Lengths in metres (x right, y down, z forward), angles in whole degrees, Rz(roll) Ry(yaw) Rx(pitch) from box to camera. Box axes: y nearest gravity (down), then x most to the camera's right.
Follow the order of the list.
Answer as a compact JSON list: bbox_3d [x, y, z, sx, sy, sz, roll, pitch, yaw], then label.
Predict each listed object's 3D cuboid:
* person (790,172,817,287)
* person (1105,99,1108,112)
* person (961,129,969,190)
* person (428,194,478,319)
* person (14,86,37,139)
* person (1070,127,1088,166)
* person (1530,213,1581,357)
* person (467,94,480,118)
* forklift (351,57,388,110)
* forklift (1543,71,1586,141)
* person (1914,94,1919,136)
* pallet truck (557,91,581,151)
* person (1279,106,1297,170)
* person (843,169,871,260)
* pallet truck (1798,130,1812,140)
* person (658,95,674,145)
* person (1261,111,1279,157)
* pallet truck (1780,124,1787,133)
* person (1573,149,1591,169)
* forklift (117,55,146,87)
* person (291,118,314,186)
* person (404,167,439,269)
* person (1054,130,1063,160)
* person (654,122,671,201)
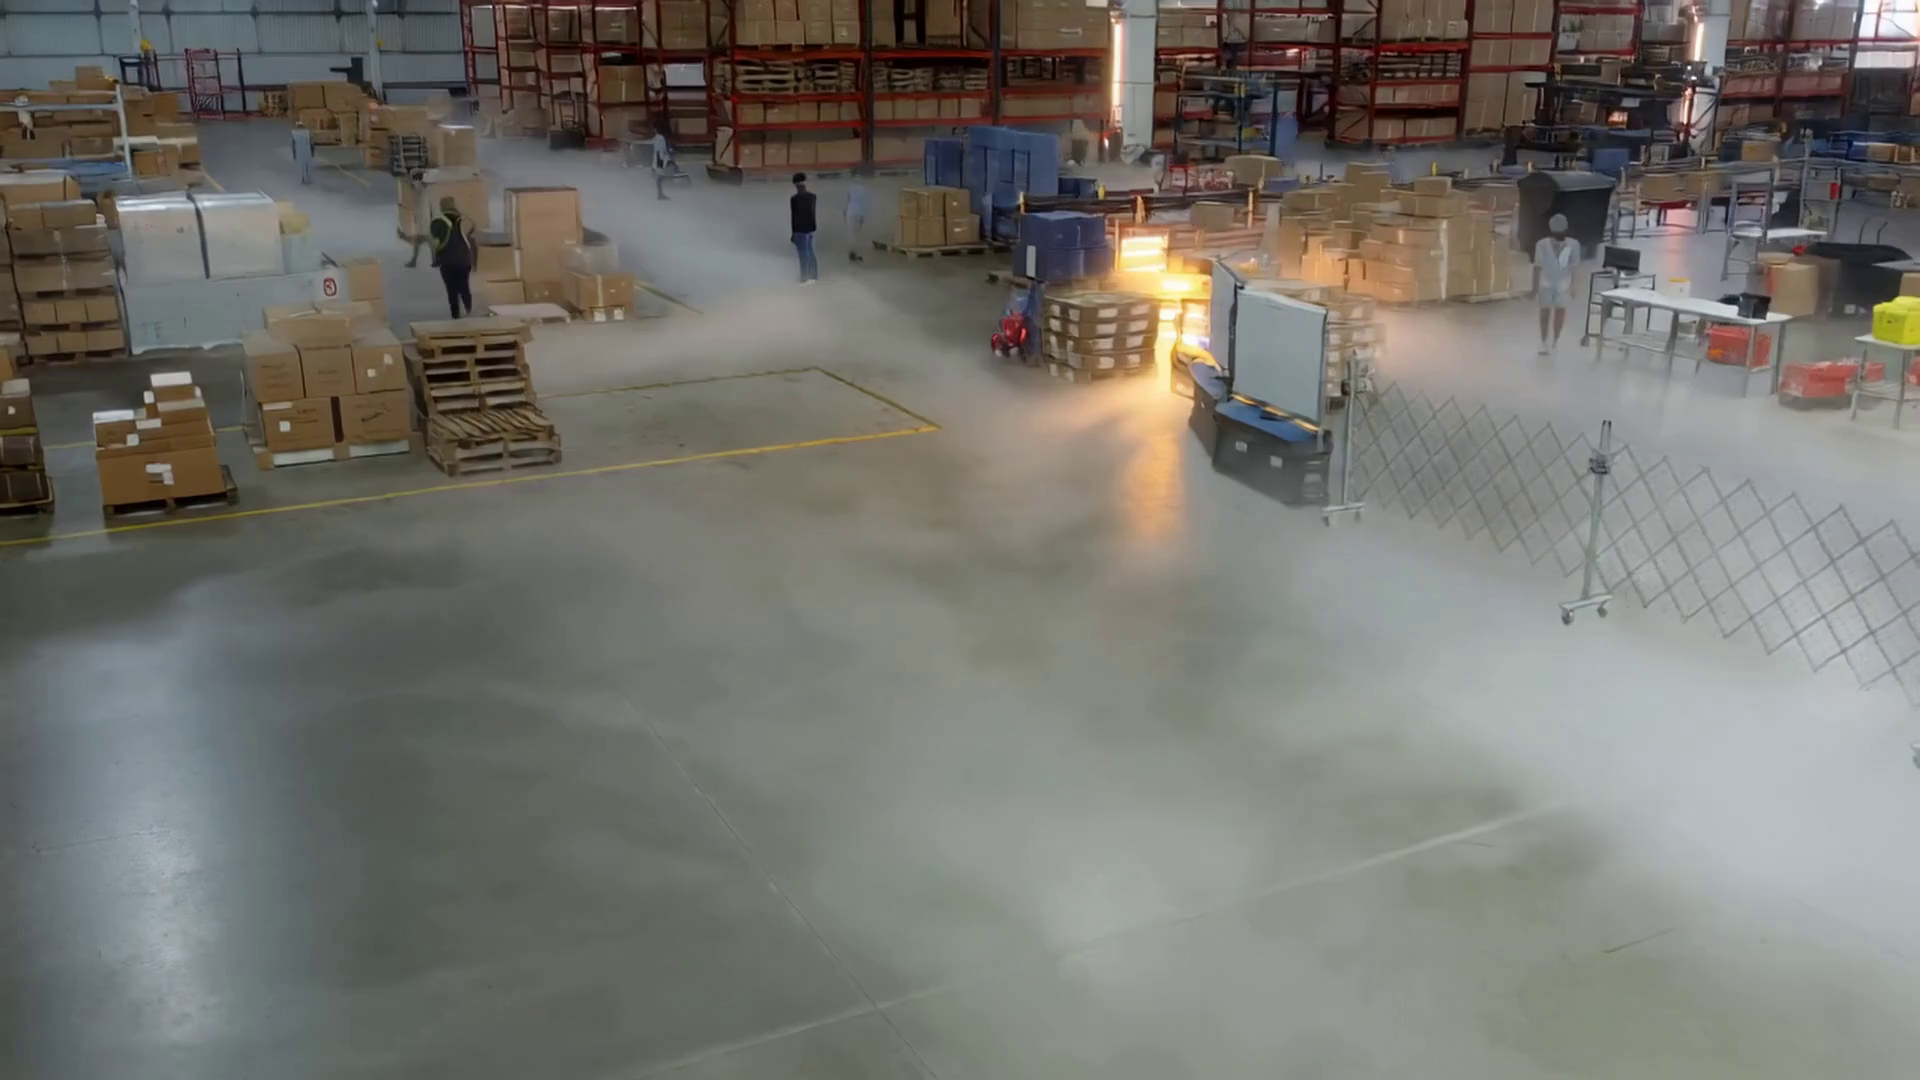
[{"bbox_3d":[-2.776,-5.451,29.273,0.409,1.982,0.612,14,22,36],"label":"person"},{"bbox_3d":[6.078,-17.755,68.167,0.543,1.639,0.909,-5,19,-16],"label":"person"},{"bbox_3d":[0.167,-9.465,42.049,0.424,1.817,0.625,-11,21,-32],"label":"person"},{"bbox_3d":[-7.910,-4.397,25.897,0.697,2.000,0.758,-12,22,-34],"label":"person"},{"bbox_3d":[-34.928,-15.960,62.109,0.543,1.940,0.361,-1,18,-3],"label":"person"},{"bbox_3d":[3.179,-10.197,44.528,0.535,1.700,0.318,13,22,34],"label":"person"},{"bbox_3d":[8.328,-3.568,23.331,0.637,2.022,0.475,8,19,22],"label":"person"},{"bbox_3d":[-18.533,-16.239,63.544,0.528,1.580,0.878,8,20,24],"label":"person"},{"bbox_3d":[-24.072,-17.956,66.815,1.873,2.768,1.129,-9,20,-26],"label":"forklift"},{"bbox_3d":[18.685,-13.231,52.085,1.873,2.768,1.129,-9,20,-26],"label":"forklift"},{"bbox_3d":[36.974,-16.494,63.755,0.605,1.951,0.380,0,18,-1],"label":"person"},{"bbox_3d":[-13.495,-14.412,57.188,0.823,1.965,1.885,-3,18,-9],"label":"pallet truck"},{"bbox_3d":[9.965,-12.179,50.412,0.645,1.893,0.432,-6,19,-19],"label":"person"},{"bbox_3d":[-2.008,-6.350,32.482,0.530,1.738,0.524,3,18,9],"label":"person"},{"bbox_3d":[25.526,-11.556,49.408,1.630,1.274,0.653,-9,20,-26],"label":"pallet truck"},{"bbox_3d":[-10.159,-14.197,56.715,0.957,1.878,0.603,-8,20,-25],"label":"person"},{"bbox_3d":[10.059,-13.136,53.832,0.498,1.610,0.726,-8,19,-22],"label":"person"},{"bbox_3d":[25.206,-12.542,52.601,1.601,1.201,0.680,0,18,-2],"label":"pallet truck"},{"bbox_3d":[13.902,-7.868,37.184,0.643,1.746,0.535,-6,19,-18],"label":"person"},{"bbox_3d":[-34.198,-18.635,68.931,1.873,2.768,1.129,16,24,40],"label":"forklift"},{"bbox_3d":[-18.165,-10.718,45.903,0.606,1.849,0.464,-9,20,-25],"label":"person"},{"bbox_3d":[-10.149,-6.061,31.329,0.549,1.888,0.975,5,18,15],"label":"person"},{"bbox_3d":[2.394,-9.909,43.669,0.589,1.672,0.576,-7,19,-20],"label":"person"},{"bbox_3d":[-7.592,-9.628,42.328,0.366,1.961,0.610,0,18,0],"label":"person"}]
